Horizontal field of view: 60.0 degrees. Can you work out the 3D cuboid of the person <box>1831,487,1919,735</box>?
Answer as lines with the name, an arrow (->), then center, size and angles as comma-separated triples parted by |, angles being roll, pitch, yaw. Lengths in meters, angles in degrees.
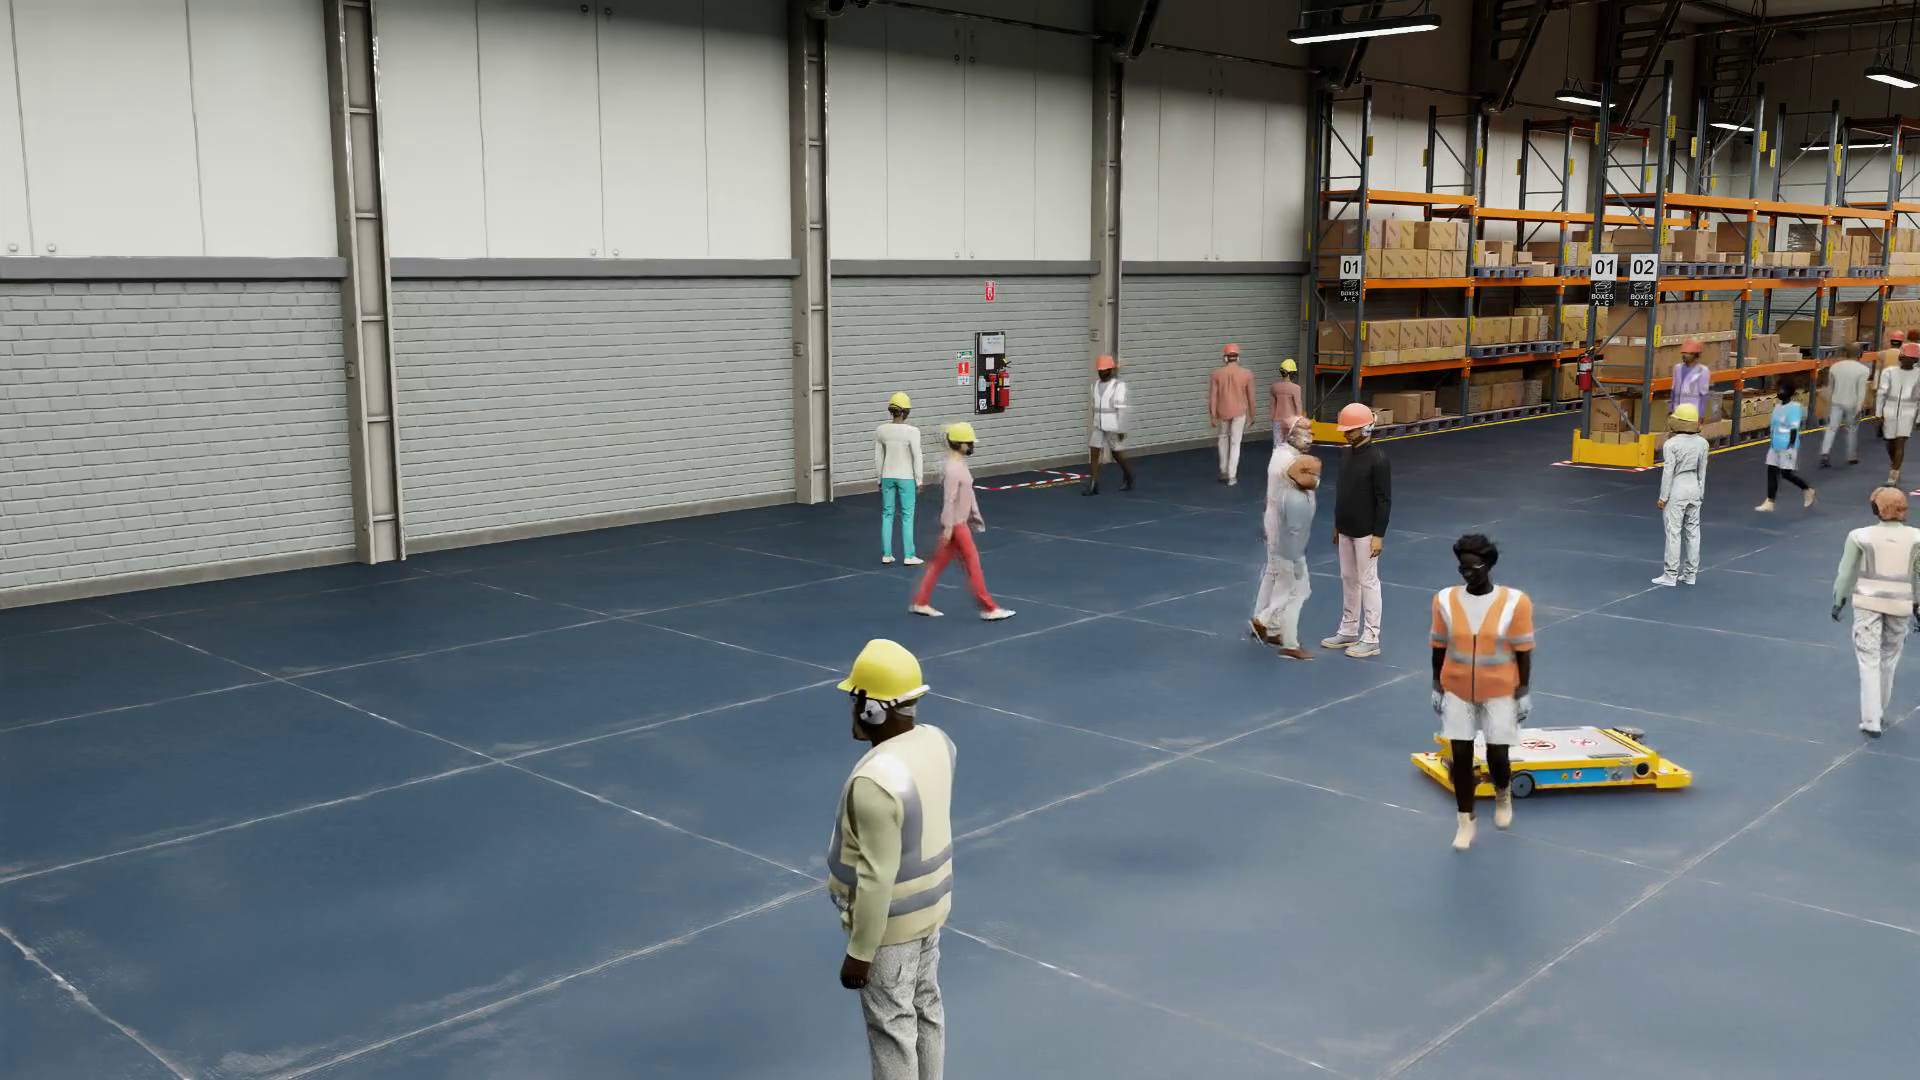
person -> 6.029, 0.448, 10.928 | 0.539, 1.604, 0.709 | 2, 10, 13

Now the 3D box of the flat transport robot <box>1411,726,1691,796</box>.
flat transport robot -> 3.479, 1.296, 9.834 | 1.431, 0.197, 0.652 | -1, 9, -8

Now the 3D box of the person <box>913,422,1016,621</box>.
person -> 0.006, -0.156, 14.285 | 0.912, 1.720, 0.525 | 1, 9, 5

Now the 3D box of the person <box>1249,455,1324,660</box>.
person -> 2.535, 0.133, 12.827 | 0.487, 1.609, 0.546 | 2, 10, 14

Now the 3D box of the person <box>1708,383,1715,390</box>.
person -> 15.425, -3.500, 34.081 | 0.798, 1.906, 0.564 | -7, 12, -38

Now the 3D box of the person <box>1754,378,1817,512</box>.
person -> 10.226, -1.163, 20.526 | 0.647, 1.677, 0.541 | -1, 9, -4

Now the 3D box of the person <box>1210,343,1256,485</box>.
person -> 3.854, -1.787, 23.477 | 0.628, 1.952, 0.885 | 3, 10, 15

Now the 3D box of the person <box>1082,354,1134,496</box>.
person -> 2.015, -1.547, 22.260 | 0.546, 1.898, 0.936 | 8, 12, 39

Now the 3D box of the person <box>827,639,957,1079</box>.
person -> -0.235, 1.234, 5.499 | 0.403, 1.823, 0.586 | 4, 10, 21

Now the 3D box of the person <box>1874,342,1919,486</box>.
person -> 13.196, -1.779, 23.314 | 0.626, 2.009, 0.932 | 7, 12, 36

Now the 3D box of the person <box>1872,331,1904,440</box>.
person -> 16.453, -2.727, 29.339 | 0.575, 1.909, 0.724 | 6, 11, 35

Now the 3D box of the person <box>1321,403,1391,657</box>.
person -> 3.102, -0.082, 13.021 | 0.405, 1.983, 0.623 | -3, 10, -20

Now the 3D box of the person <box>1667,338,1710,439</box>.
person -> 10.455, -1.874, 23.819 | 0.621, 2.029, 0.641 | -4, 10, -21

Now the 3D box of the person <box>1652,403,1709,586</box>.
person -> 6.881, -0.431, 15.878 | 0.492, 1.746, 0.285 | -3, 10, -18

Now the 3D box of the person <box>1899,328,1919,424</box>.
person -> 18.254, -3.125, 31.919 | 0.611, 1.867, 0.526 | 7, 12, 38

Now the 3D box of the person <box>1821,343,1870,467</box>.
person -> 13.431, -2.040, 25.272 | 1.022, 1.902, 0.636 | -7, 12, -37

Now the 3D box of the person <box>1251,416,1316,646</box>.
person -> 2.608, -0.076, 13.366 | 0.469, 1.864, 0.793 | 1, 9, 5

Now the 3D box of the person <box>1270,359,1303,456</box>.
person -> 4.525, -1.617, 23.048 | 0.311, 1.769, 0.525 | -8, 13, -42

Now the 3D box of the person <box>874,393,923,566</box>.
person -> -0.612, -0.619, 16.967 | 0.534, 1.766, 0.318 | 4, 10, 25

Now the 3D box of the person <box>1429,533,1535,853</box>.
person -> 2.709, 0.781, 8.673 | 0.546, 1.678, 0.421 | 5, 11, 30
